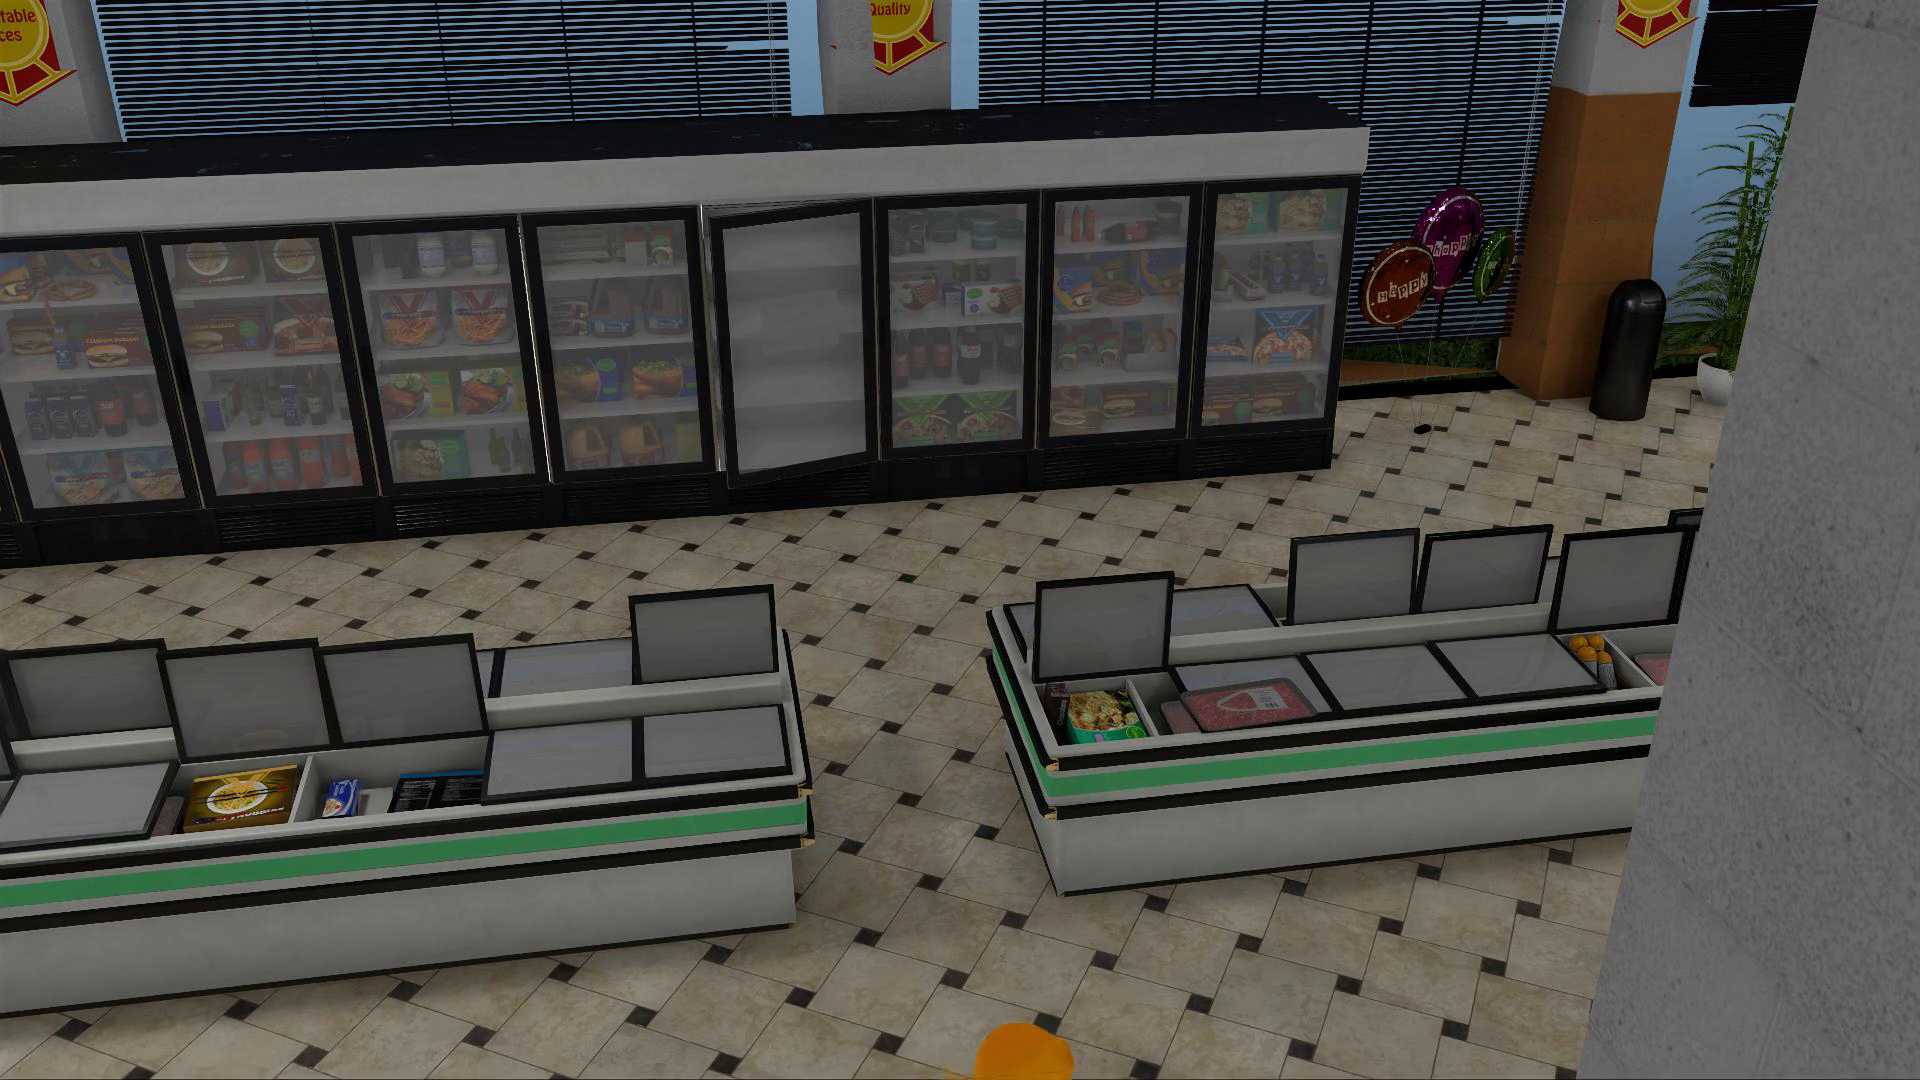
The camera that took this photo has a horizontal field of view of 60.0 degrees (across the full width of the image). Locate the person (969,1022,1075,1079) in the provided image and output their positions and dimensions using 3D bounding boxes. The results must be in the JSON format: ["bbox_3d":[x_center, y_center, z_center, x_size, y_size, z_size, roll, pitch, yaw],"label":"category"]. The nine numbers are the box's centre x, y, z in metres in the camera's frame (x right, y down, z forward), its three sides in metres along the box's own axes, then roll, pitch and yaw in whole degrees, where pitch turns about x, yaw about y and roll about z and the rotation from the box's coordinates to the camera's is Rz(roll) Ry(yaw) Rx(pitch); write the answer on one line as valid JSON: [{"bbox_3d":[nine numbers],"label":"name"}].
[{"bbox_3d":[0.063,1.976,4.363,0.638,1.810,0.689,-7,28,-14],"label":"person"}]
